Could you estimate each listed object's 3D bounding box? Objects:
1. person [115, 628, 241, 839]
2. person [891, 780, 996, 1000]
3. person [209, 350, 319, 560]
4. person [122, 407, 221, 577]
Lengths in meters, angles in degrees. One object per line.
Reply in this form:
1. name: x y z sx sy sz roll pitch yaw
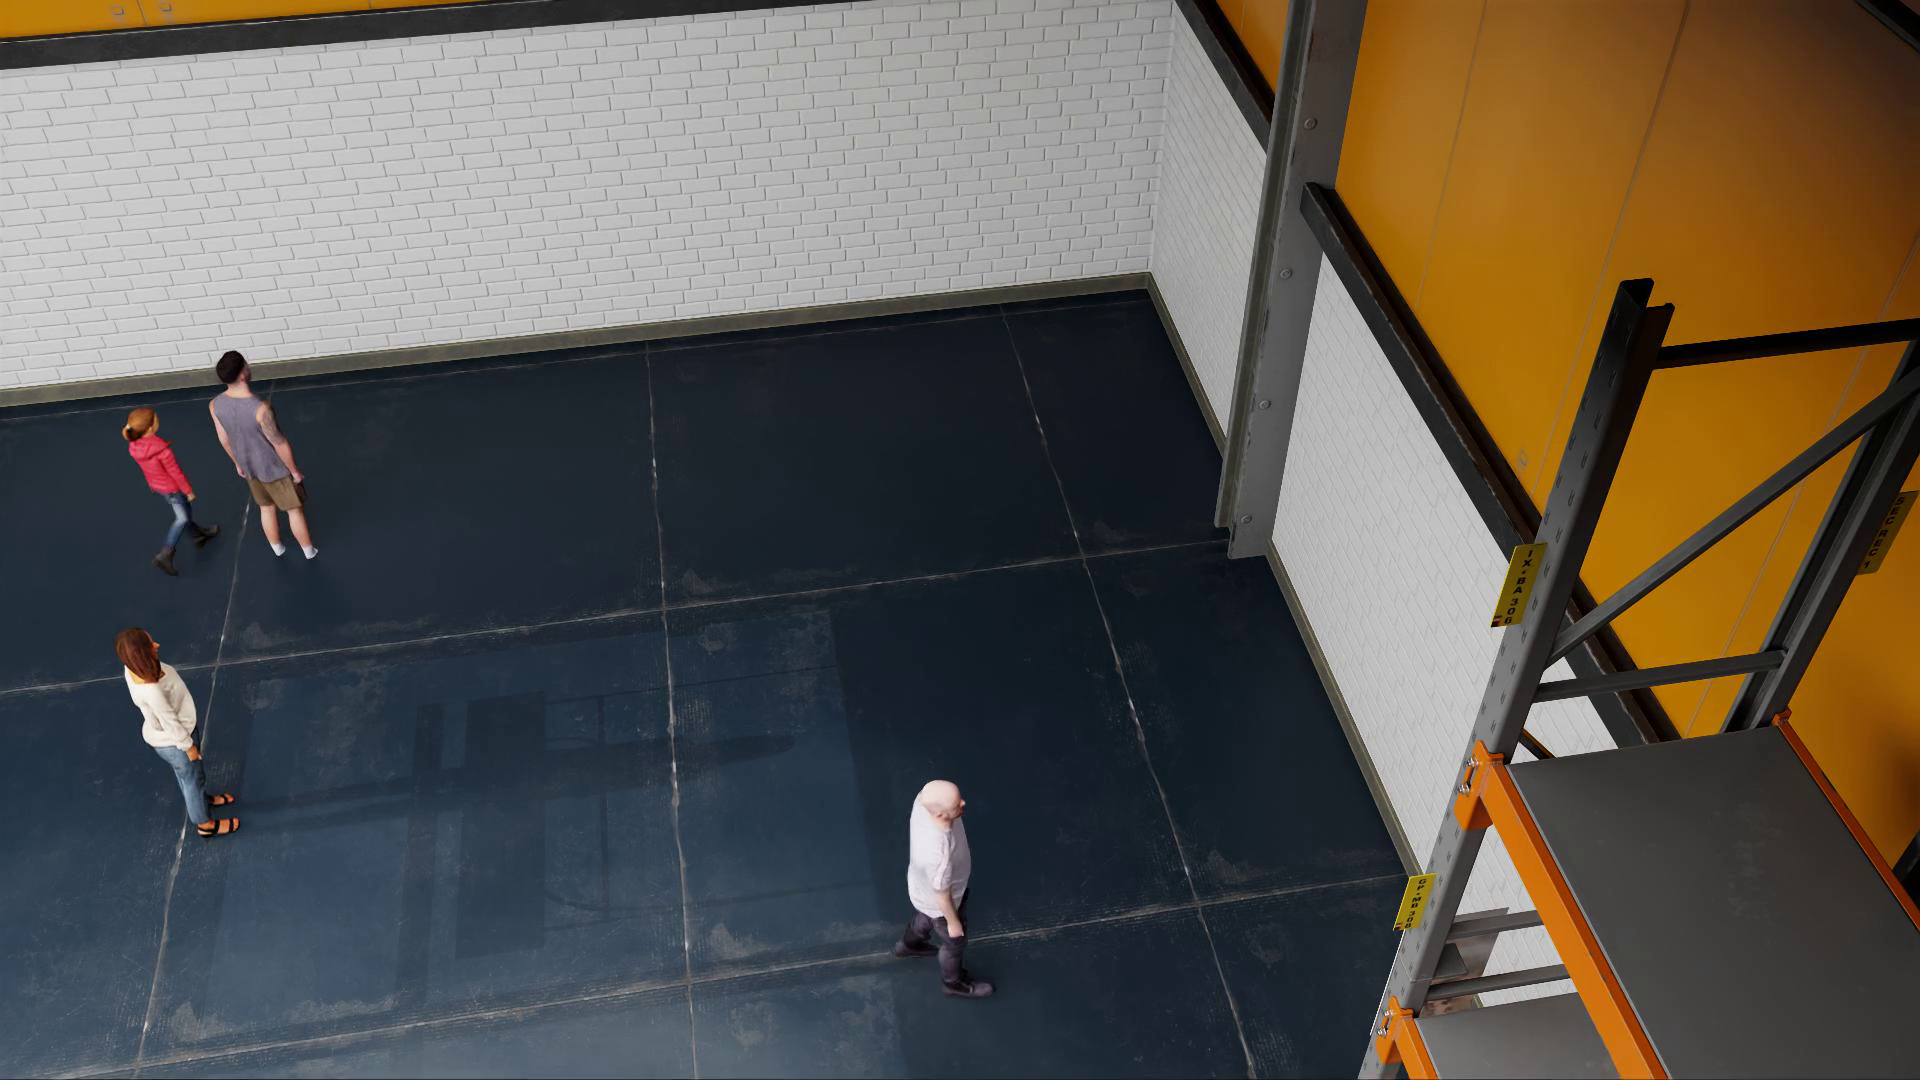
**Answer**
1. person: -4.611 1.122 9.719 0.753 1.678 0.627 -26 49 -25
2. person: -0.157 1.840 8.859 0.793 1.824 0.761 -3 44 -3
3. person: -4.811 -0.525 11.511 0.702 1.841 0.683 8 44 8
4. person: -5.540 -0.326 11.514 0.807 1.298 0.901 21 48 21
